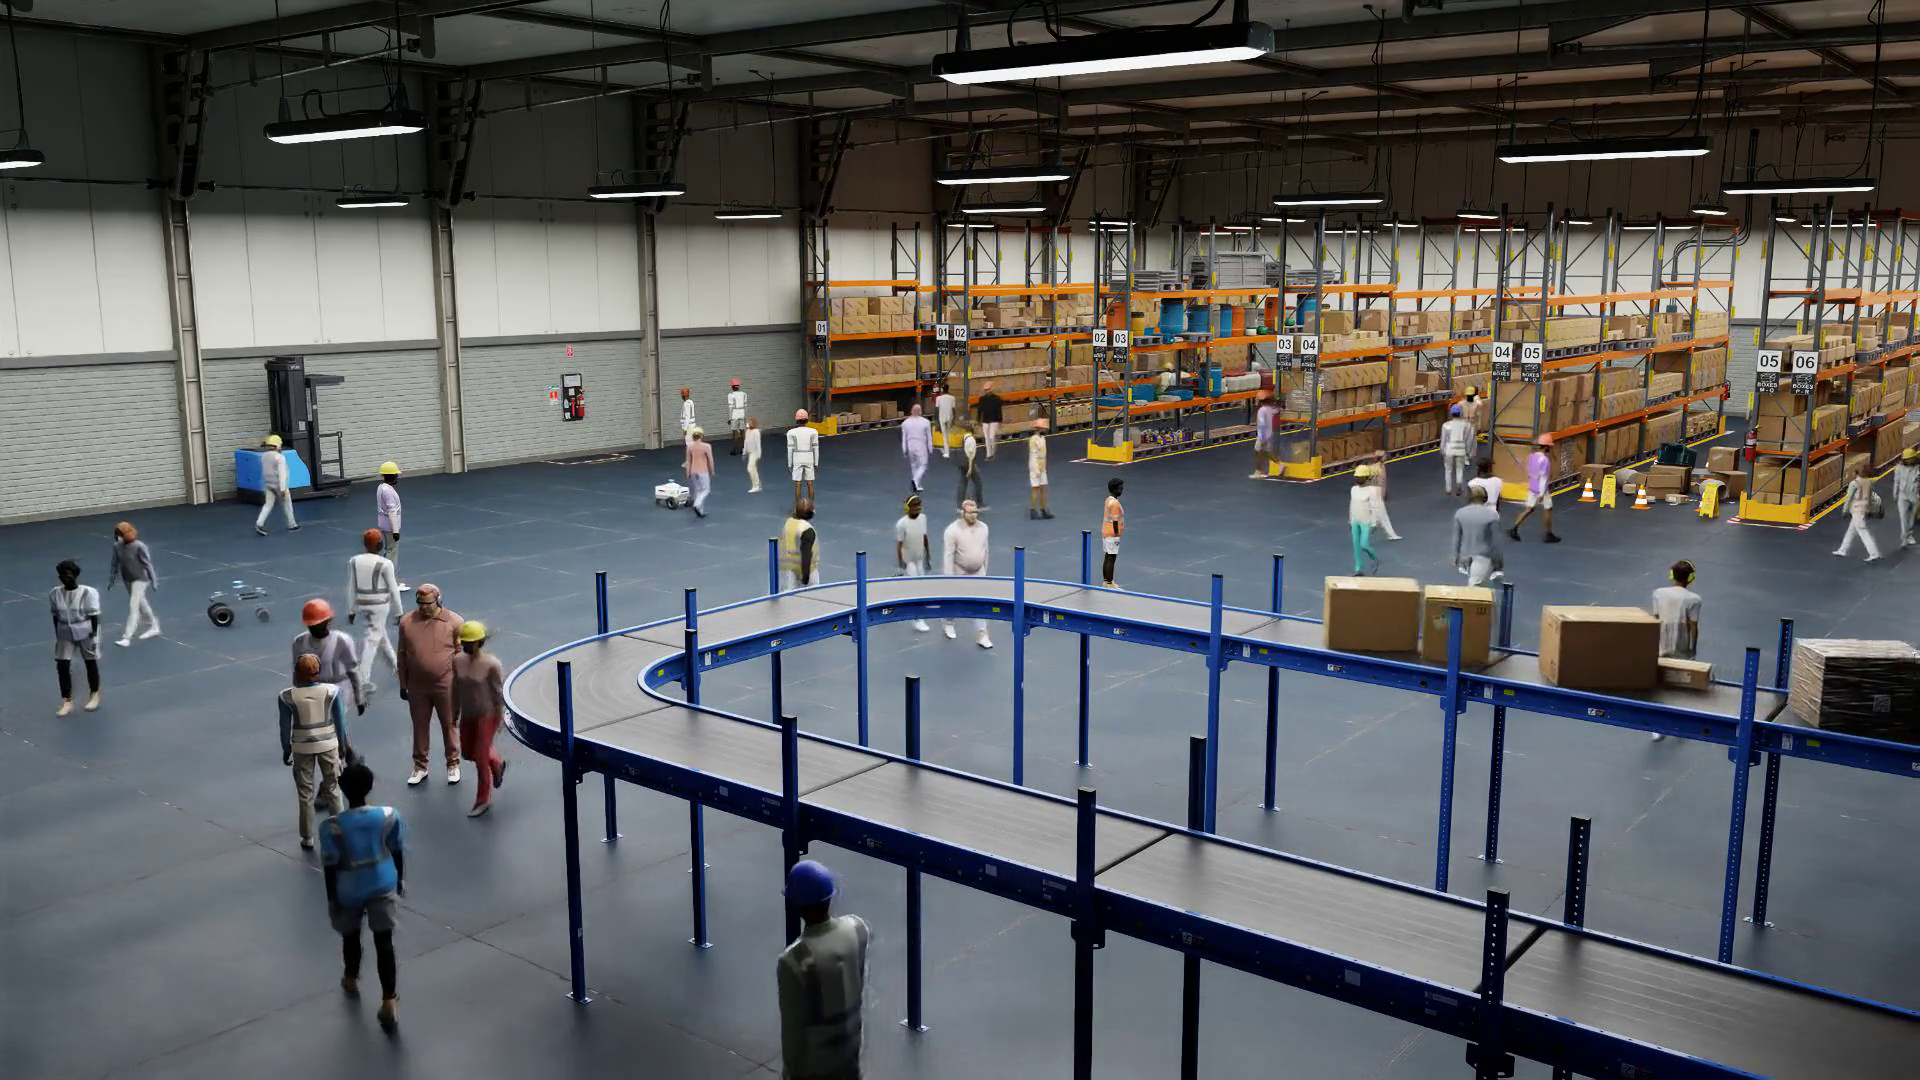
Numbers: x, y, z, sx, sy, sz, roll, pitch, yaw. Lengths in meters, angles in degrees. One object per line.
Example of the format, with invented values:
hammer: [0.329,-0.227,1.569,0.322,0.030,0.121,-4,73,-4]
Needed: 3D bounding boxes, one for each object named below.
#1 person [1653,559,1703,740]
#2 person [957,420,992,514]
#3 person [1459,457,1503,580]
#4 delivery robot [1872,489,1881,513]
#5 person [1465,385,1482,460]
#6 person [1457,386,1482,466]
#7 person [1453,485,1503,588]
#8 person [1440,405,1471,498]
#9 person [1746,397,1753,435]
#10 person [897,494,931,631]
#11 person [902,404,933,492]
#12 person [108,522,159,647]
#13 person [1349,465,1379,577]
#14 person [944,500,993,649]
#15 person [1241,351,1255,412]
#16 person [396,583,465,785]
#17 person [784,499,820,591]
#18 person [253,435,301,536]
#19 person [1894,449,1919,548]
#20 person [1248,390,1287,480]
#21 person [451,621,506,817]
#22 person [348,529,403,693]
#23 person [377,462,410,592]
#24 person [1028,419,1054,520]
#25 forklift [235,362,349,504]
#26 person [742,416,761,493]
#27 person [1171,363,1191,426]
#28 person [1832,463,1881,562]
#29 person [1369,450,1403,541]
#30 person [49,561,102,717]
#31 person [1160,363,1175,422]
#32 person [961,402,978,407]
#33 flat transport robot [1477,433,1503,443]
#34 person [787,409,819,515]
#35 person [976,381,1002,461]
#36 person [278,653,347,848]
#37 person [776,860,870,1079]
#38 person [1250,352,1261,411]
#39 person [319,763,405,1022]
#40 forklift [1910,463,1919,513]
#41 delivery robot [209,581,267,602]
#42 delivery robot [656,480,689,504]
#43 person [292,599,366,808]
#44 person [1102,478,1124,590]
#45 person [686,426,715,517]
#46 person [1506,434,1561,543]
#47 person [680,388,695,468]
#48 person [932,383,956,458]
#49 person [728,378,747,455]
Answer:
person: [7.336,1.110,16.060,0.515,1.841,0.701,8,13,40]
person: [0.284,-1.419,30.354,0.833,1.803,0.494,-5,11,-25]
person: [8.095,-0.341,24.129,0.595,1.877,0.990,-2,10,-9]
delivery robot: [17.490,-0.772,30.103,0.477,0.478,0.707,4,11,24]
person: [12.627,-2.894,38.569,0.430,1.845,0.624,4,11,20]
person: [12.239,-2.758,37.633,0.586,1.907,0.579,4,11,21]
person: [6.891,0.207,20.980,0.984,1.902,0.632,-8,13,-38]
person: [10.249,-1.839,32.381,0.634,1.923,0.458,2,10,12]
person: [20.504,-3.162,40.156,0.616,1.810,0.548,4,11,21]
person: [-0.672,0.273,20.765,0.669,1.833,0.582,9,14,43]
person: [-0.910,-1.930,33.003,0.655,1.889,0.710,4,11,22]
person: [-10.561,0.542,19.941,0.567,1.580,0.873,3,11,17]
person: [6.218,-0.285,24.112,0.432,1.757,0.541,-6,12,-32]
person: [0.071,0.396,20.009,0.663,1.865,0.988,-5,11,-26]
person: [9.399,-5.174,51.032,0.452,1.971,0.657,-5,11,-27]
person: [-4.924,1.337,14.593,0.636,1.902,0.406,-1,10,-5]
person: [-2.114,0.351,20.402,0.830,1.804,0.631,-7,12,-34]
person: [-12.276,-0.978,27.948,0.593,1.795,0.912,5,11,25]
person: [16.337,-0.730,26.849,0.579,1.679,0.939,7,12,35]
person: [6.888,-2.336,34.963,0.766,2.015,0.613,7,12,34]
person: [-4.236,1.535,13.926,0.527,1.743,0.618,4,11,21]
person: [-6.625,0.780,17.902,0.603,1.829,0.996,5,11,24]
person: [-8.421,-0.204,23.187,0.367,1.927,0.587,-6,12,-31]
person: [1.542,-1.341,29.694,0.494,1.903,0.580,5,11,27]
forklift: [-13.803,-2.244,32.110,1.129,2.768,1.873,8,13,37]
person: [-4.432,-1.800,33.061,0.491,1.619,0.503,-7,12,-33]
person: [6.543,-4.304,46.397,0.646,1.894,1.018,5,11,24]
person: [14.734,-0.460,25.578,0.526,1.597,0.864,-6,12,-29]
person: [7.347,-0.790,27.416,0.853,1.588,0.533,5,11,27]
person: [-9.507,1.057,16.786,0.543,1.669,0.693,-1,10,-7]
person: [6.391,-4.502,47.740,0.605,1.786,0.893,8,13,39]
person: [0.333,-3.863,44.096,0.582,1.820,0.703,7,13,36]
flat transport robot: [14.648,-2.792,42.538,1.431,0.197,0.652,-4,11,-22]
person: [-3.025,-1.500,30.145,0.613,2.048,0.362,-3,10,-14]
person: [0.678,-2.886,38.149,0.649,1.970,0.623,6,12,29]
person: [-5.366,1.747,13.011,0.513,1.642,0.313,-4,11,-21]
person: [-0.640,2.531,7.812,0.814,1.926,0.611,10,14,43]
person: [9.532,-5.182,51.122,0.634,1.951,0.506,4,11,22]
person: [-3.856,2.255,10.148,0.537,1.652,0.894,-6,12,-32]
forklift: [19.034,-1.348,28.998,2.313,2.155,1.214,8,13,37]
delivery robot: [-9.801,0.677,21.219,0.698,0.223,0.335,-6,12,-31]
delivery robot: [-5.732,-0.957,31.147,0.707,0.478,0.477,8,12,37]
person: [-5.729,1.408,14.253,0.577,1.895,0.897,0,10,3]
person: [2.263,-0.073,23.109,0.321,1.694,0.529,-1,10,-5]
person: [-4.990,-1.279,29.759,0.540,1.734,0.612,4,11,22]
person: [10.015,-0.898,27.169,0.910,1.909,0.544,-2,10,-9]
person: [-6.483,-2.679,37.242,0.354,1.884,0.573,0,10,0]
person: [-0.421,-3.014,39.315,0.509,1.825,0.937,-4,11,-22]
person: [-5.655,-3.124,39.599,0.551,1.932,0.377,-9,14,-42]
